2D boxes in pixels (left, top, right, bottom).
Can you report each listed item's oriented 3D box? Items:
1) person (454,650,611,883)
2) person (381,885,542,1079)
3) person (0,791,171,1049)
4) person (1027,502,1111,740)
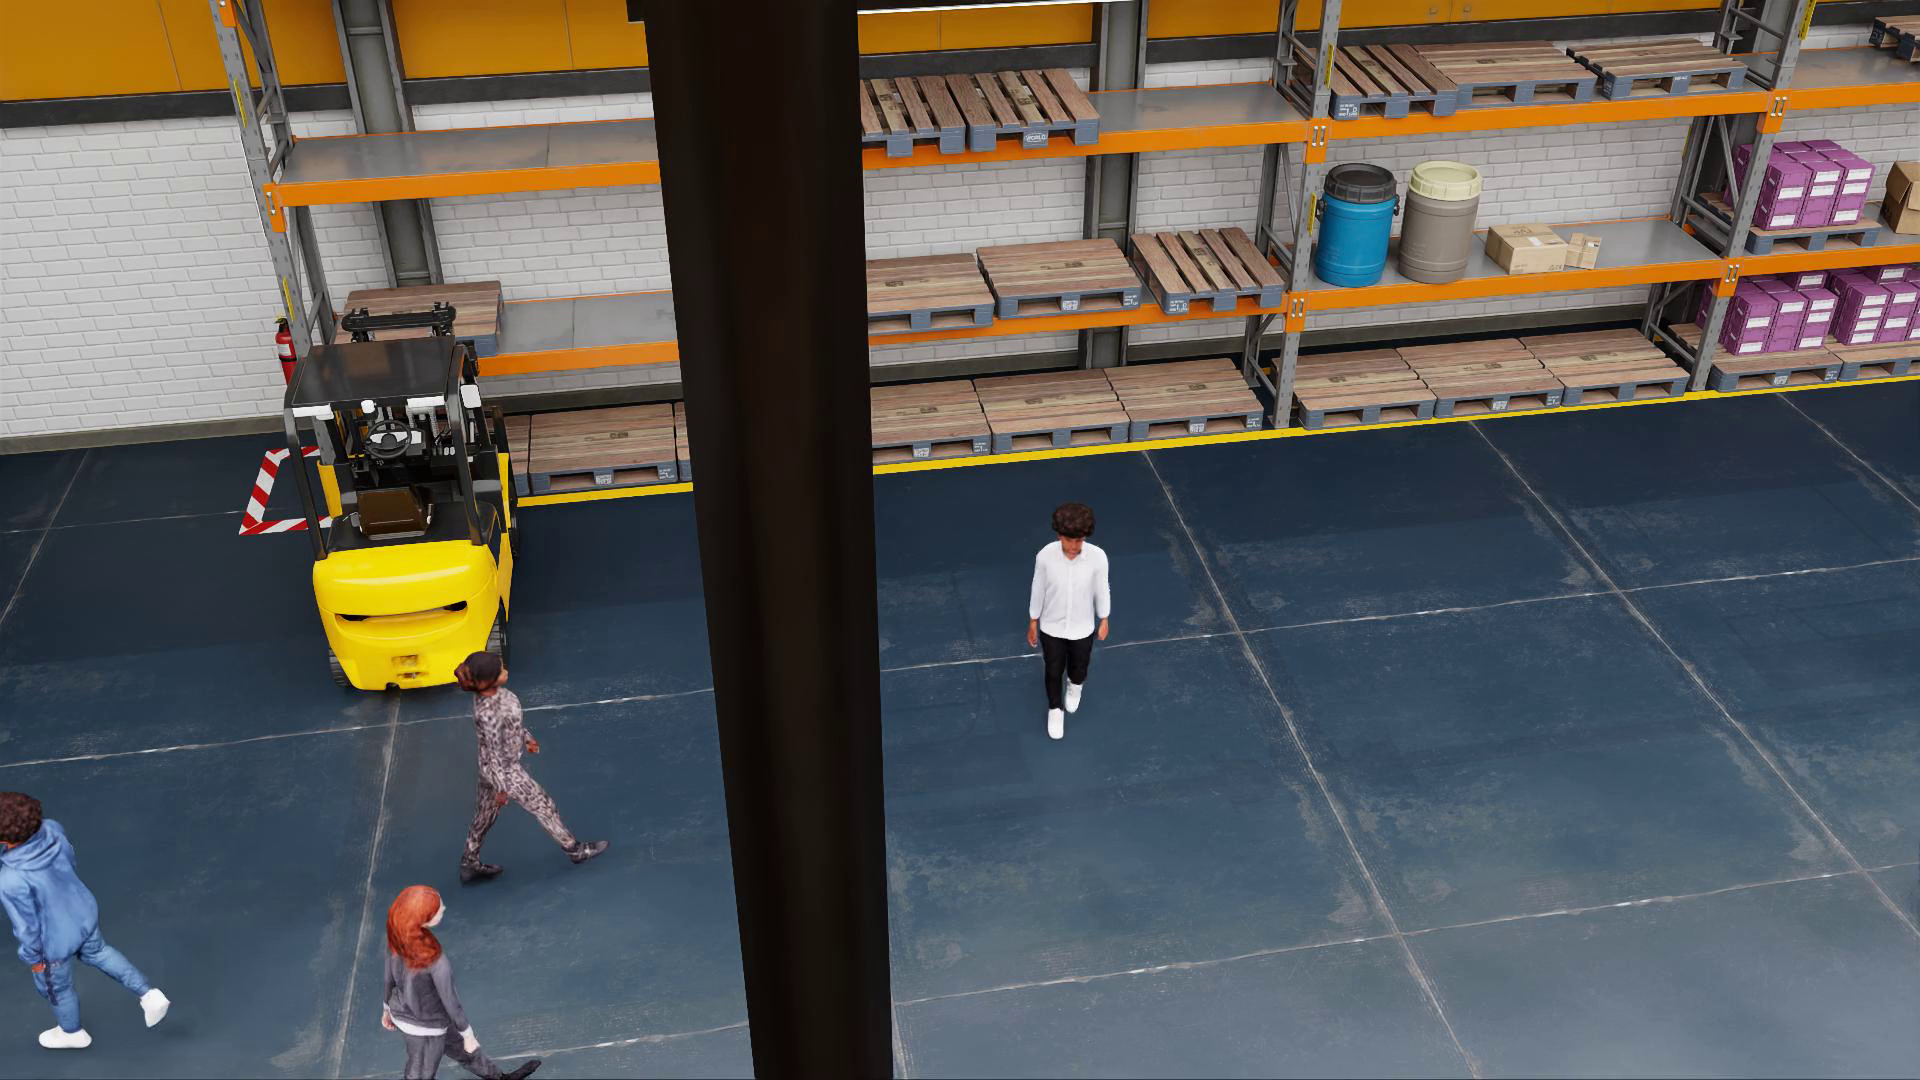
[{"bbox_3d":[-2.746,1.355,9.675,1.153,1.667,0.699,-10,35,-15],"label":"person"},{"bbox_3d":[-2.659,2.419,8.030,1.073,1.716,1.220,24,40,31],"label":"person"},{"bbox_3d":[-4.617,1.978,8.624,1.066,1.793,0.886,5,34,8],"label":"person"},{"bbox_3d":[0.704,0.465,10.900,0.800,1.792,0.858,5,34,8],"label":"person"}]
